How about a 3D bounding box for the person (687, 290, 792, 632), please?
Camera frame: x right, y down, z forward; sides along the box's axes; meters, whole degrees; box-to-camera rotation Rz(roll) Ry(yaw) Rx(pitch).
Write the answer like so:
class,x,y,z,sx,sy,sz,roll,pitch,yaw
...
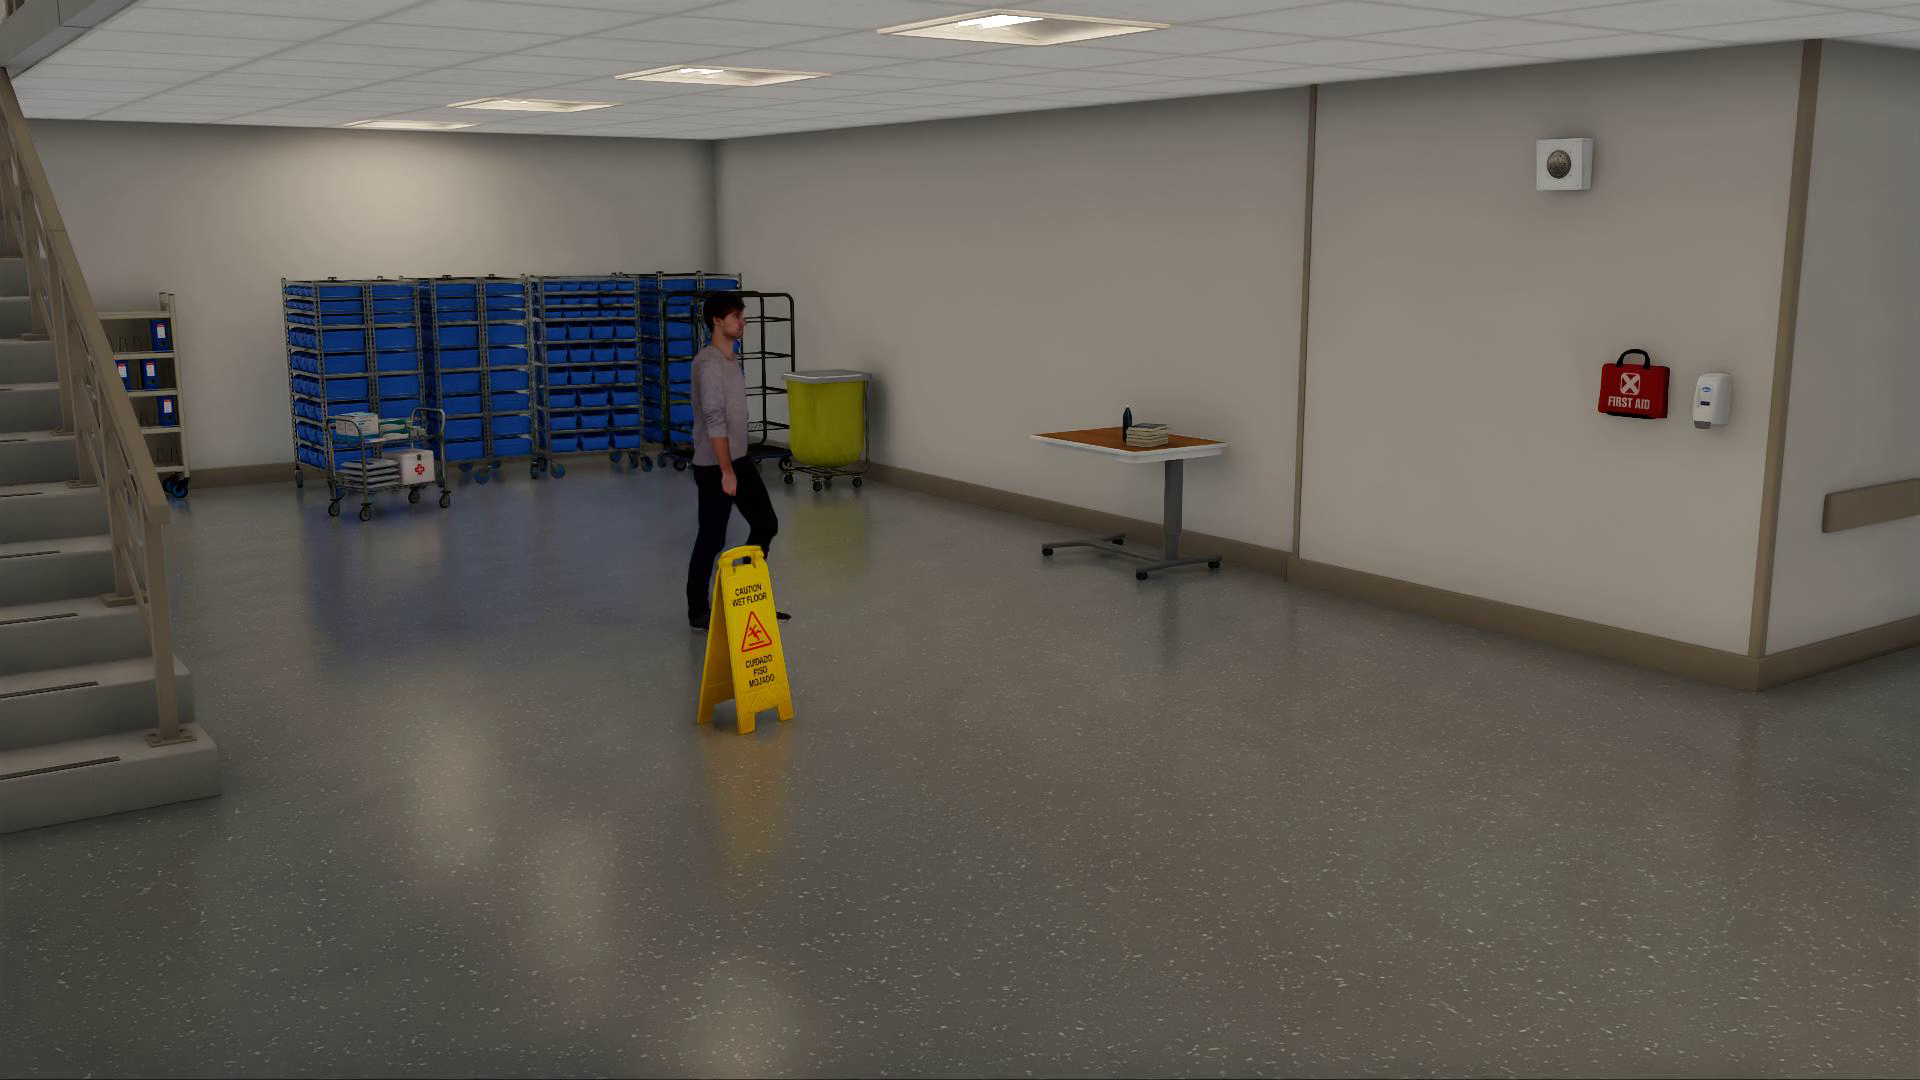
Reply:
class,x,y,z,sx,sy,sz,roll,pitch,yaw
person,-1.352,-0.403,8.897,0.964,1.827,0.905,2,11,10
